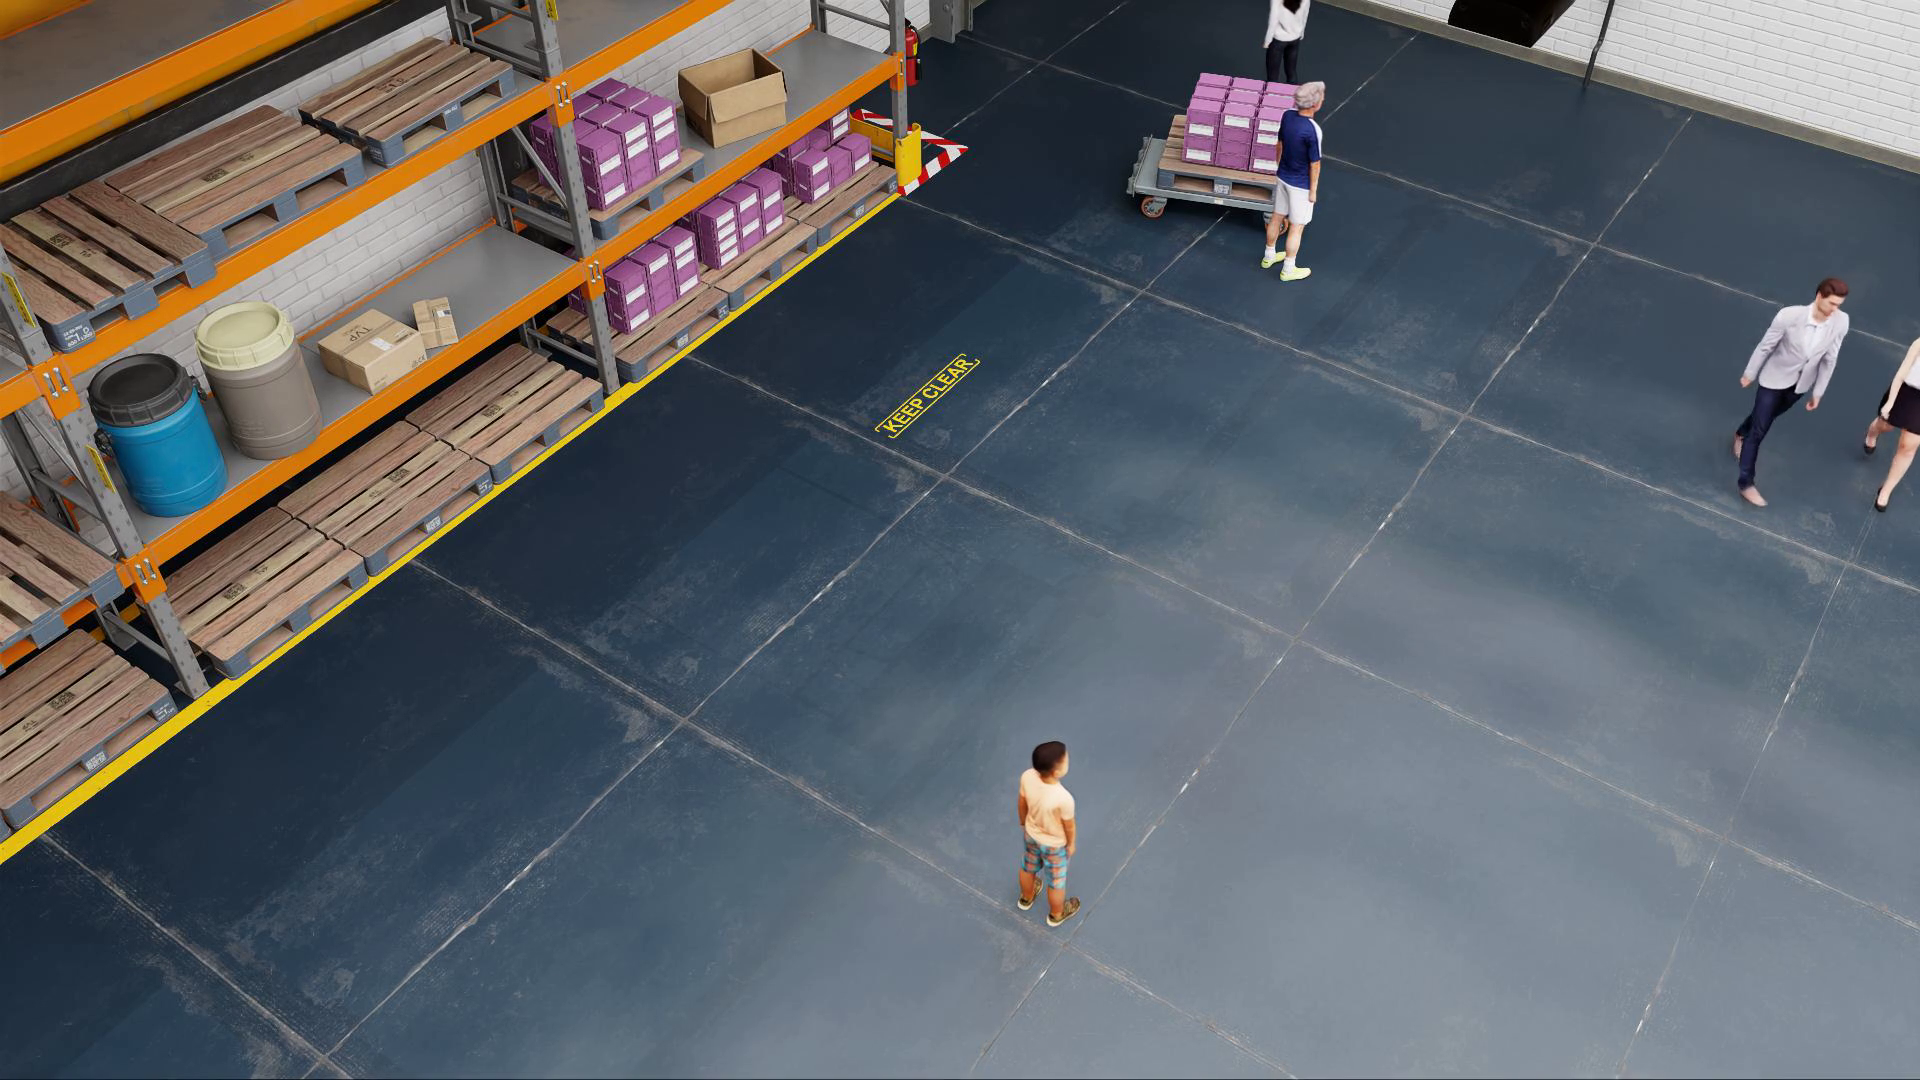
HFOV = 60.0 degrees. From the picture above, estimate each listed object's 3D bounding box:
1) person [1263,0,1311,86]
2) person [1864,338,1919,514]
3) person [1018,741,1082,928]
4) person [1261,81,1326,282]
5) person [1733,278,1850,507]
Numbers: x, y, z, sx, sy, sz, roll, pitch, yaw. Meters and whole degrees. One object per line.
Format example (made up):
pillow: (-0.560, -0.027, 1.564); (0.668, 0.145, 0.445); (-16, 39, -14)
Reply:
person: (3.174, -4.904, 16.244); (0.635, 1.700, 0.753); (-19, 47, -19)
person: (6.988, -1.051, 12.260); (0.761, 1.616, 1.093); (13, 45, 13)
person: (0.494, 1.678, 9.508); (0.536, 1.461, 0.493); (28, 50, 26)
person: (2.875, -3.088, 14.239); (0.685, 1.837, 0.713); (-23, 48, -23)
person: (6.091, -1.229, 12.312); (1.077, 1.803, 1.267); (3, 44, 3)
